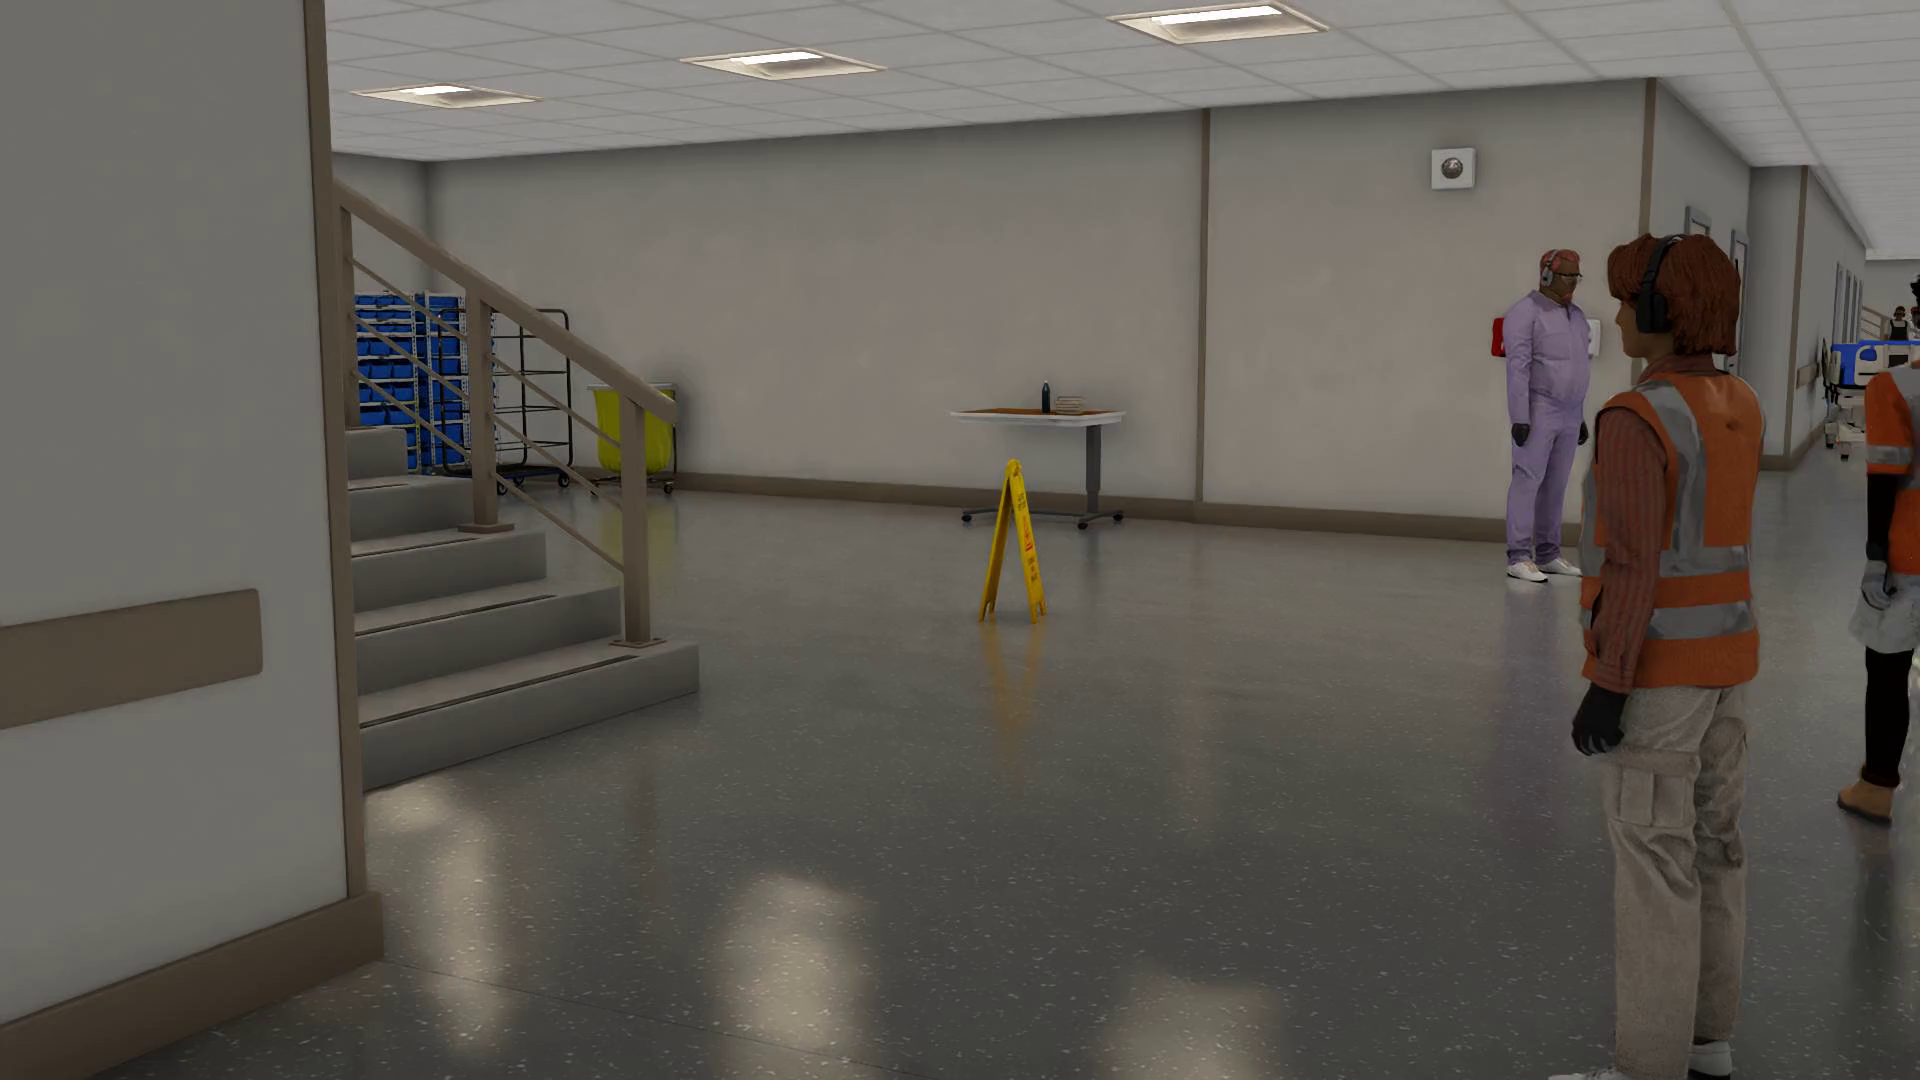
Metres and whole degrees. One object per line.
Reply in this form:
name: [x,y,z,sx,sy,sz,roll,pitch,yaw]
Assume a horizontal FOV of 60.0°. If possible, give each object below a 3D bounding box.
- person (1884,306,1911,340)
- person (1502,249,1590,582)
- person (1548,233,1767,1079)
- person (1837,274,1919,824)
person: [19.244,-3.881,34.182,0.507,1.838,0.351,1,7,8]
person: [3.409,-0.716,9.591,0.641,1.905,0.410,-5,9,-35]
person: [1.314,0.257,3.104,0.516,1.640,0.314,-7,10,-42]
person: [2.787,0.048,4.616,0.535,1.670,0.769,0,7,1]
